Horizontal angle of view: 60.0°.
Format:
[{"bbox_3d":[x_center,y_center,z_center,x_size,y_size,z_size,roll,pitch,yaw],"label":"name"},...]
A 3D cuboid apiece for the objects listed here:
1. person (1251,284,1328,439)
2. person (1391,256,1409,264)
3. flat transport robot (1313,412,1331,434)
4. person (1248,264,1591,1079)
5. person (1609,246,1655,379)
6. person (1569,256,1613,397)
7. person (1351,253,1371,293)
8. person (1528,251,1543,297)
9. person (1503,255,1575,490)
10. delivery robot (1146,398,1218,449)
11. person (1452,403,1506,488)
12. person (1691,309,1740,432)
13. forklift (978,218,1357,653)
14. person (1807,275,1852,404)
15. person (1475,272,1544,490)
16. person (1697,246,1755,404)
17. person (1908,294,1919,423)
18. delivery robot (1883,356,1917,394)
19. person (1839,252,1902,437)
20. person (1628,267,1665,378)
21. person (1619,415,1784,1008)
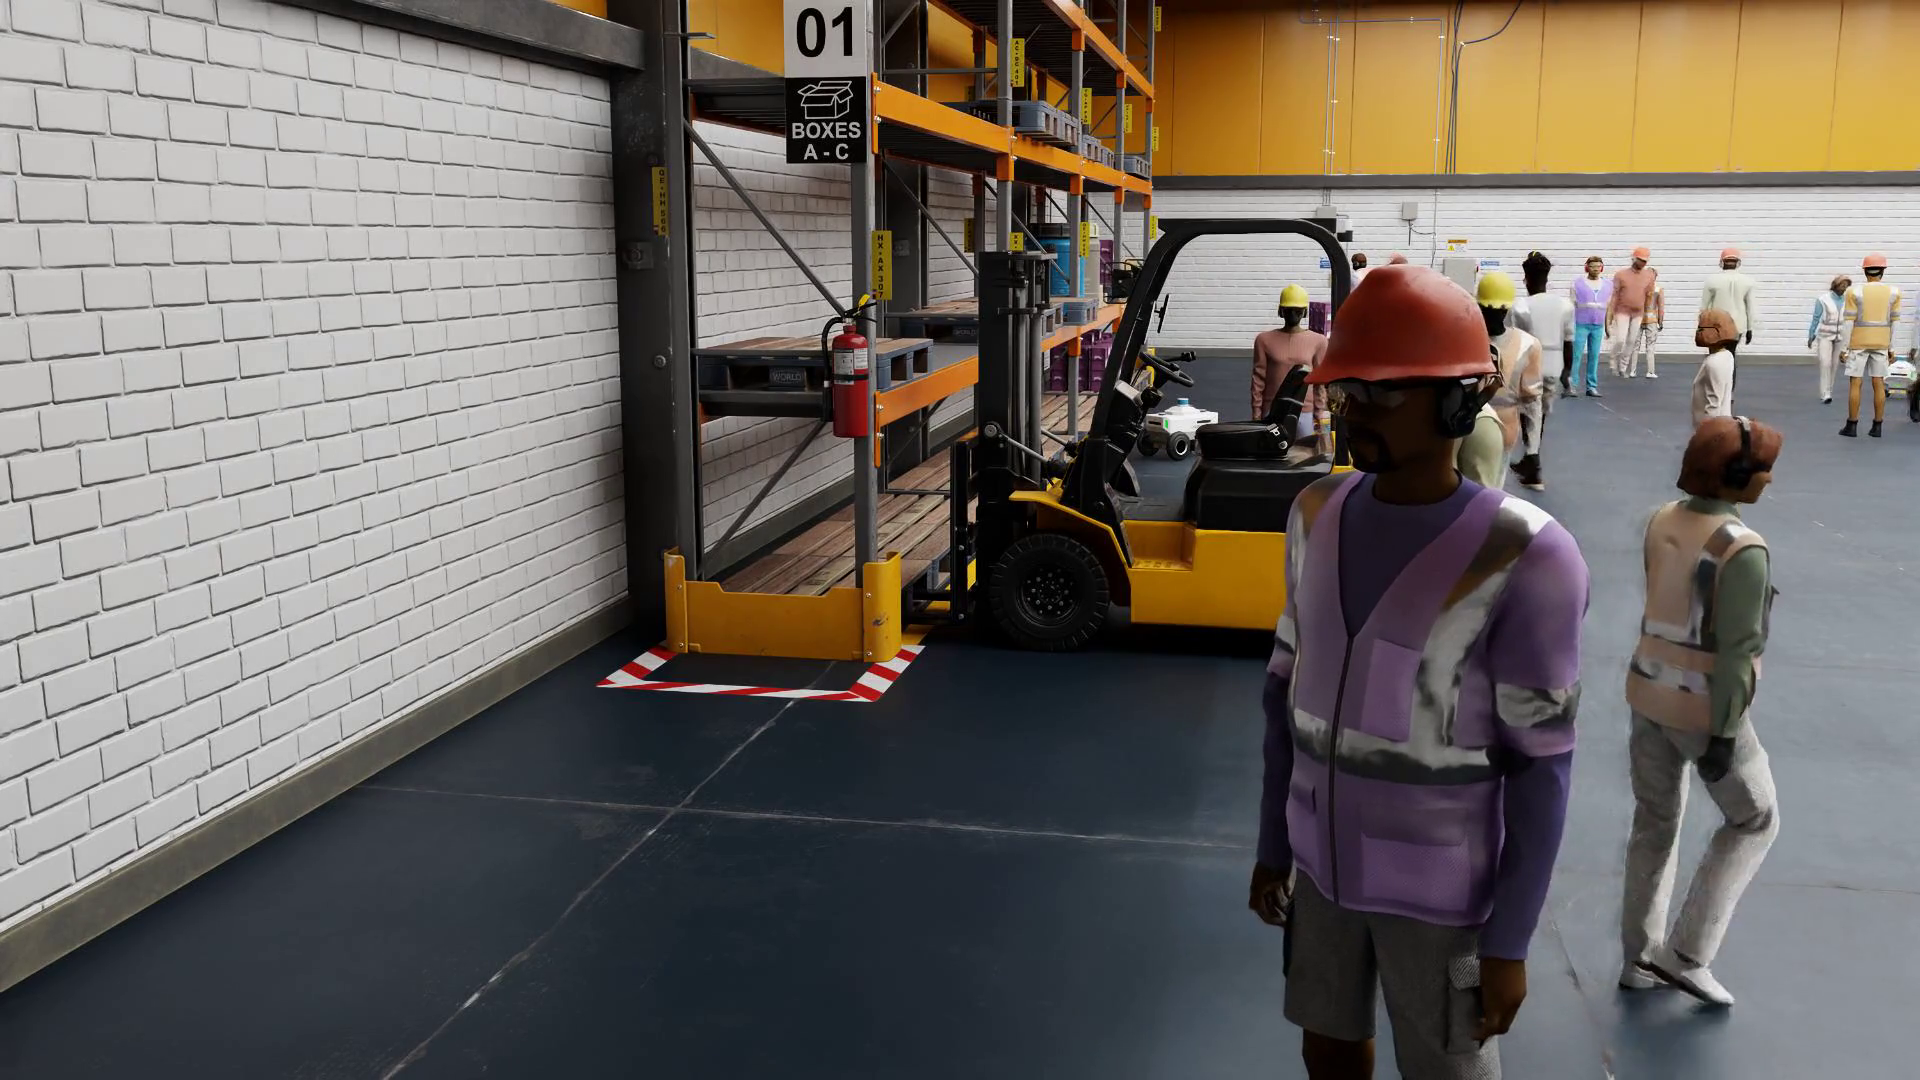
[{"bbox_3d":[2.285,-0.892,11.586,0.522,1.771,0.307,2,10,9],"label":"person"},{"bbox_3d":[5.405,-2.589,20.675,0.660,1.843,1.021,5,12,26],"label":"person"},{"bbox_3d":[3.945,-1.228,17.530,1.431,0.197,0.652,-5,11,-24],"label":"flat transport robot"},{"bbox_3d":[0.727,0.563,2.848,0.379,2.045,0.605,-7,13,-35],"label":"person"},{"bbox_3d":[9.869,-3.336,24.470,0.617,1.951,0.569,0,10,1],"label":"person"},{"bbox_3d":[8.228,-2.789,21.772,0.572,1.843,0.373,-1,10,-4],"label":"person"},{"bbox_3d":[6.265,-3.588,26.182,0.621,1.838,0.429,-10,14,-44],"label":"person"},{"bbox_3d":[9.025,-3.593,26.126,0.313,1.864,0.530,5,11,25],"label":"person"},{"bbox_3d":[4.772,-1.410,13.967,0.632,1.928,0.823,-2,10,-9],"label":"person"},{"bbox_3d":[2.116,-1.105,15.820,0.707,0.478,0.477,-7,12,-34],"label":"delivery robot"},{"bbox_3d":[1.764,0.048,6.292,0.404,1.826,0.591,-4,11,-23],"label":"person"},{"bbox_3d":[4.801,-0.659,10.670,0.278,1.634,0.499,6,12,30],"label":"person"},{"bbox_3d":[1.285,-0.567,8.635,2.313,2.155,1.214,2,11,11],"label":"forklift"},{"bbox_3d":[10.996,-2.511,20.900,0.547,1.597,0.791,1,10,7],"label":"person"},{"bbox_3d":[2.995,-0.568,9.474,0.600,1.881,0.894,3,11,14],"label":"person"},{"bbox_3d":[9.423,-2.624,20.512,0.629,1.973,0.498,1,10,5],"label":"person"},{"bbox_3d":[10.523,-2.118,17.916,0.584,1.911,0.630,2,11,12],"label":"person"},{"bbox_3d":[12.108,-2.124,21.407,0.477,0.478,0.707,6,12,32],"label":"delivery robot"},{"bbox_3d":[9.505,-2.040,17.423,0.548,1.934,0.376,2,11,12],"label":"person"},{"bbox_3d":[10.167,-3.215,24.670,0.522,1.640,0.306,8,13,38],"label":"person"},{"bbox_3d":[2.014,0.471,4.522,0.398,1.623,0.511,-2,11,-11],"label":"person"}]
